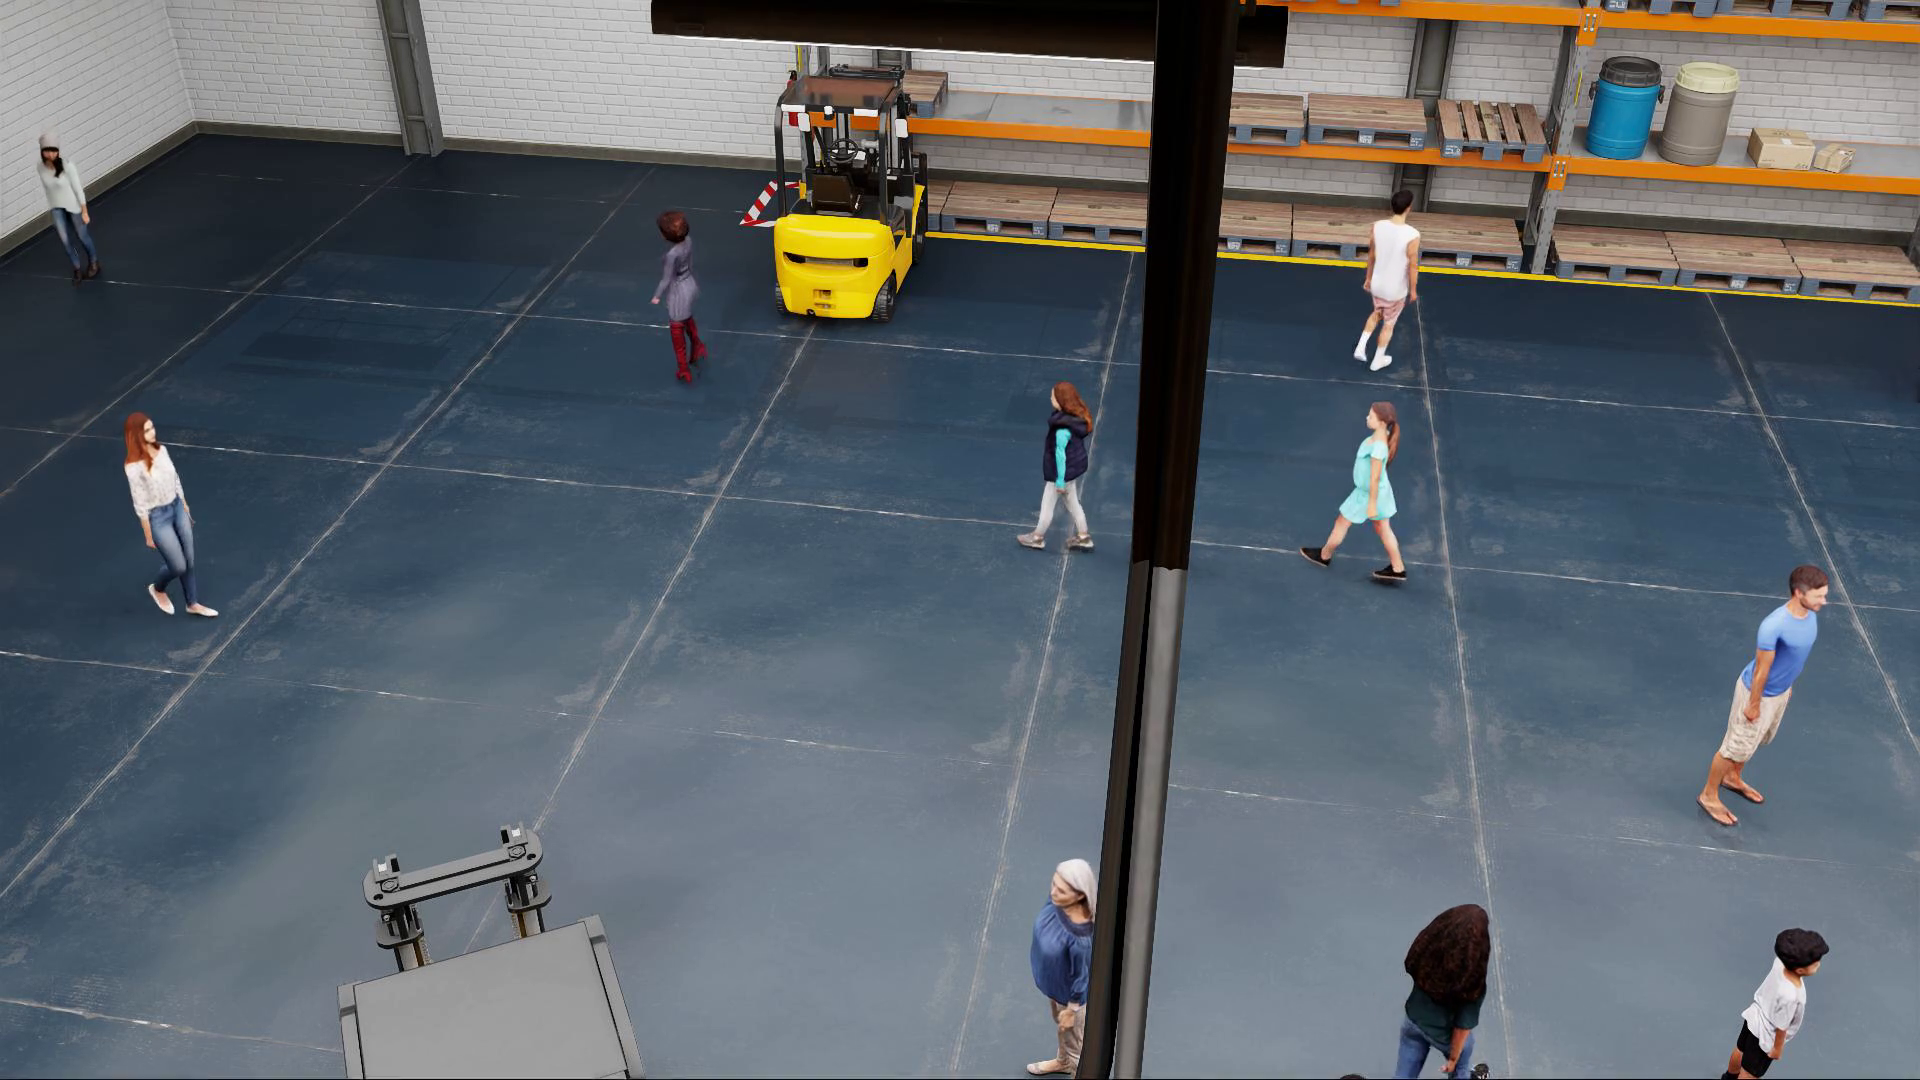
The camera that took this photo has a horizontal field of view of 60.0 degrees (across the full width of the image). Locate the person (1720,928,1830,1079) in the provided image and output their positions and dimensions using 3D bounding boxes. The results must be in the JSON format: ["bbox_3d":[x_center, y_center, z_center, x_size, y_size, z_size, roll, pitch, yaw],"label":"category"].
[{"bbox_3d":[4.188,2.490,8.613,0.473,1.256,0.478,7,34,10],"label":"person"}]

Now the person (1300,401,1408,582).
[{"bbox_3d":[3.191,-0.334,12.622,1.129,1.519,0.767,15,37,22],"label":"person"}]

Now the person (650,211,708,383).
[{"bbox_3d":[-2.539,-2.220,15.304,0.680,1.692,0.765,20,39,27],"label":"person"}]

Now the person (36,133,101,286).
[{"bbox_3d":[-9.231,-3.455,17.230,0.748,1.617,0.751,2,34,3],"label":"person"}]

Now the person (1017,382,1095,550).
[{"bbox_3d":[0.867,-0.551,12.986,0.868,1.479,0.641,10,35,14],"label":"person"}]

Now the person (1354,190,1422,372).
[{"bbox_3d":[3.941,-2.359,15.438,0.895,1.775,0.840,-27,42,-35],"label":"person"}]

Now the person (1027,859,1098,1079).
[{"bbox_3d":[0.556,2.277,8.534,0.699,1.696,0.698,-8,34,-12],"label":"person"}]

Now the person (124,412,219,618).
[{"bbox_3d":[-5.895,-0.159,12.177,0.725,1.720,0.611,9,35,14],"label":"person"}]

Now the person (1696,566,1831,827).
[{"bbox_3d":[5.048,0.924,10.420,0.727,1.863,0.778,-23,40,-30],"label":"person"}]

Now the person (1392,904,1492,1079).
[{"bbox_3d":[2.328,2.485,8.330,1.069,1.577,1.055,-25,41,-33],"label":"person"}]
